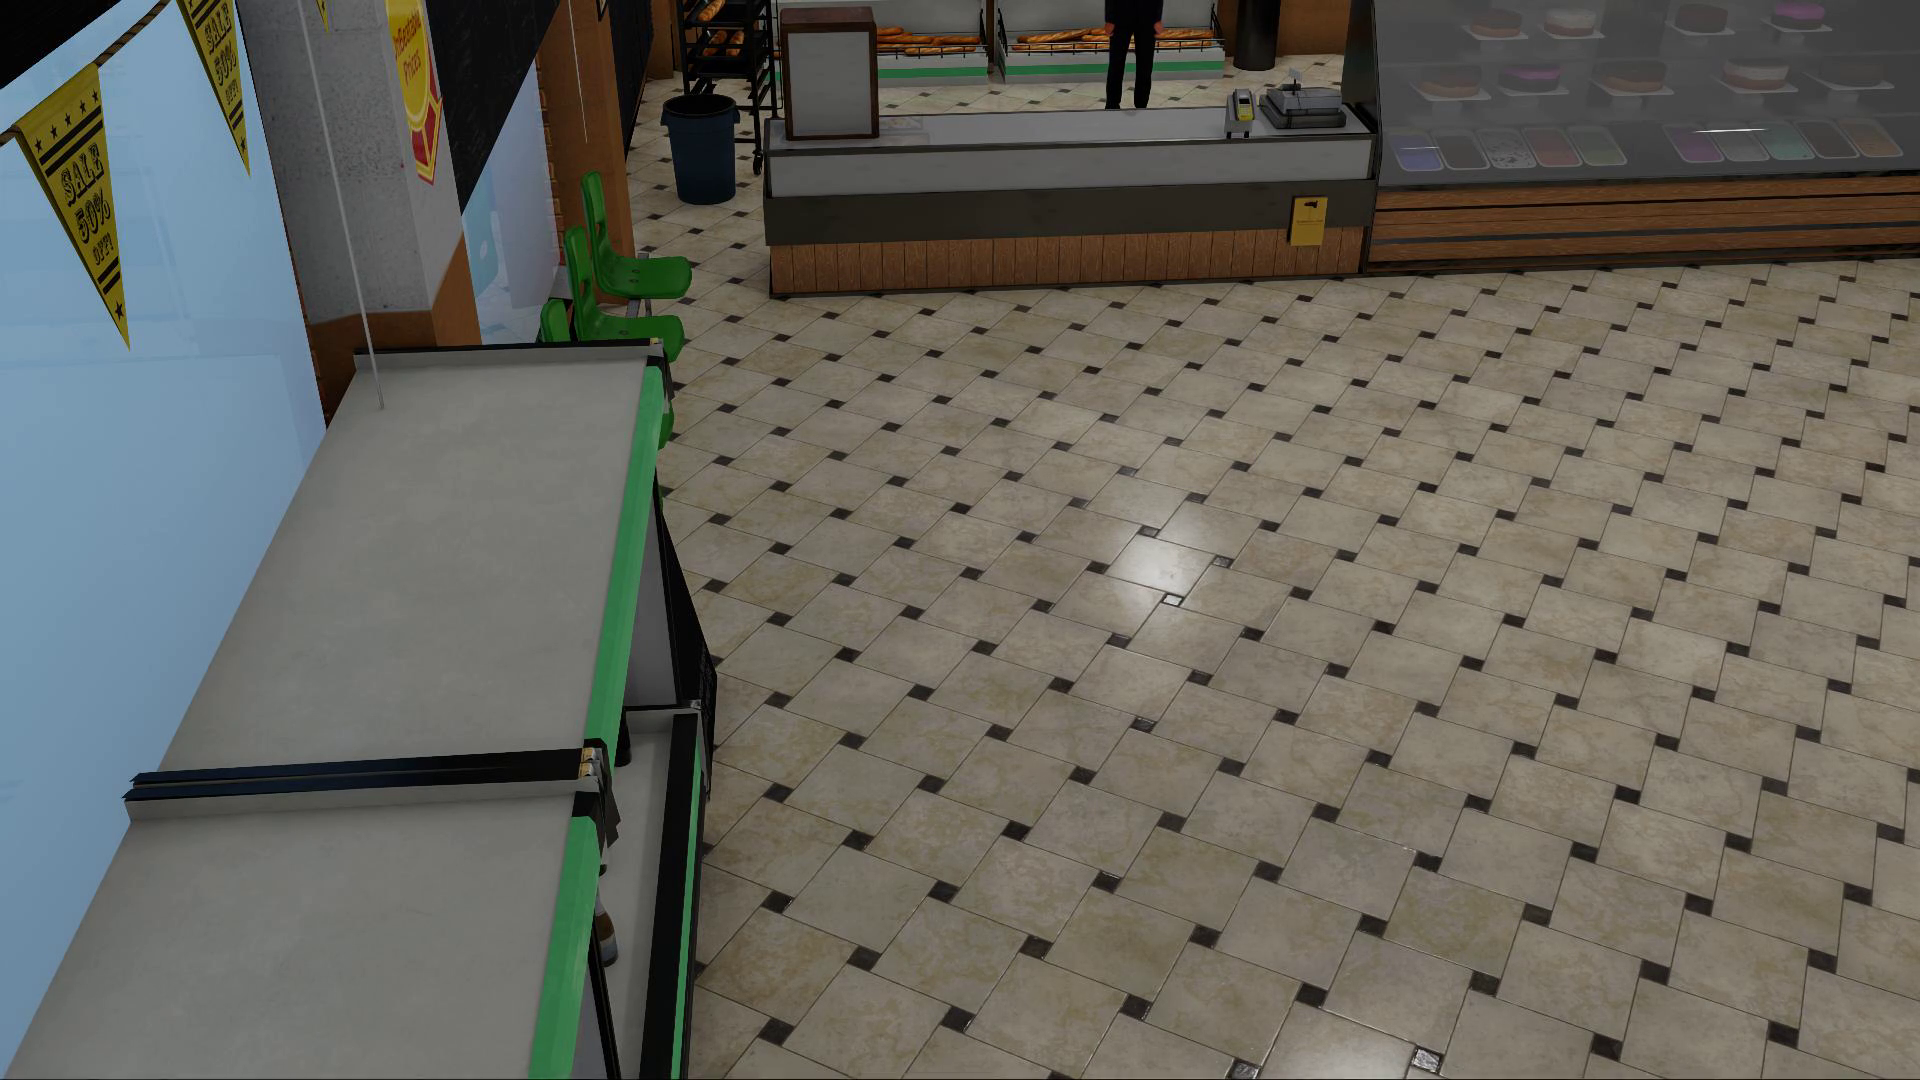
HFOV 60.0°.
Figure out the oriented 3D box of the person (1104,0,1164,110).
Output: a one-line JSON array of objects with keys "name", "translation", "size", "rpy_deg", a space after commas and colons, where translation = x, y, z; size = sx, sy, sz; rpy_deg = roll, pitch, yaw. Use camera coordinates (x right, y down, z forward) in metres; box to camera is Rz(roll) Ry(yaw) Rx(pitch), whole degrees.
[{"name": "person", "translation": [1.416, -4.245, 13.475], "size": [0.624, 1.868, 0.561], "rpy_deg": [-3, 32, -4]}]
